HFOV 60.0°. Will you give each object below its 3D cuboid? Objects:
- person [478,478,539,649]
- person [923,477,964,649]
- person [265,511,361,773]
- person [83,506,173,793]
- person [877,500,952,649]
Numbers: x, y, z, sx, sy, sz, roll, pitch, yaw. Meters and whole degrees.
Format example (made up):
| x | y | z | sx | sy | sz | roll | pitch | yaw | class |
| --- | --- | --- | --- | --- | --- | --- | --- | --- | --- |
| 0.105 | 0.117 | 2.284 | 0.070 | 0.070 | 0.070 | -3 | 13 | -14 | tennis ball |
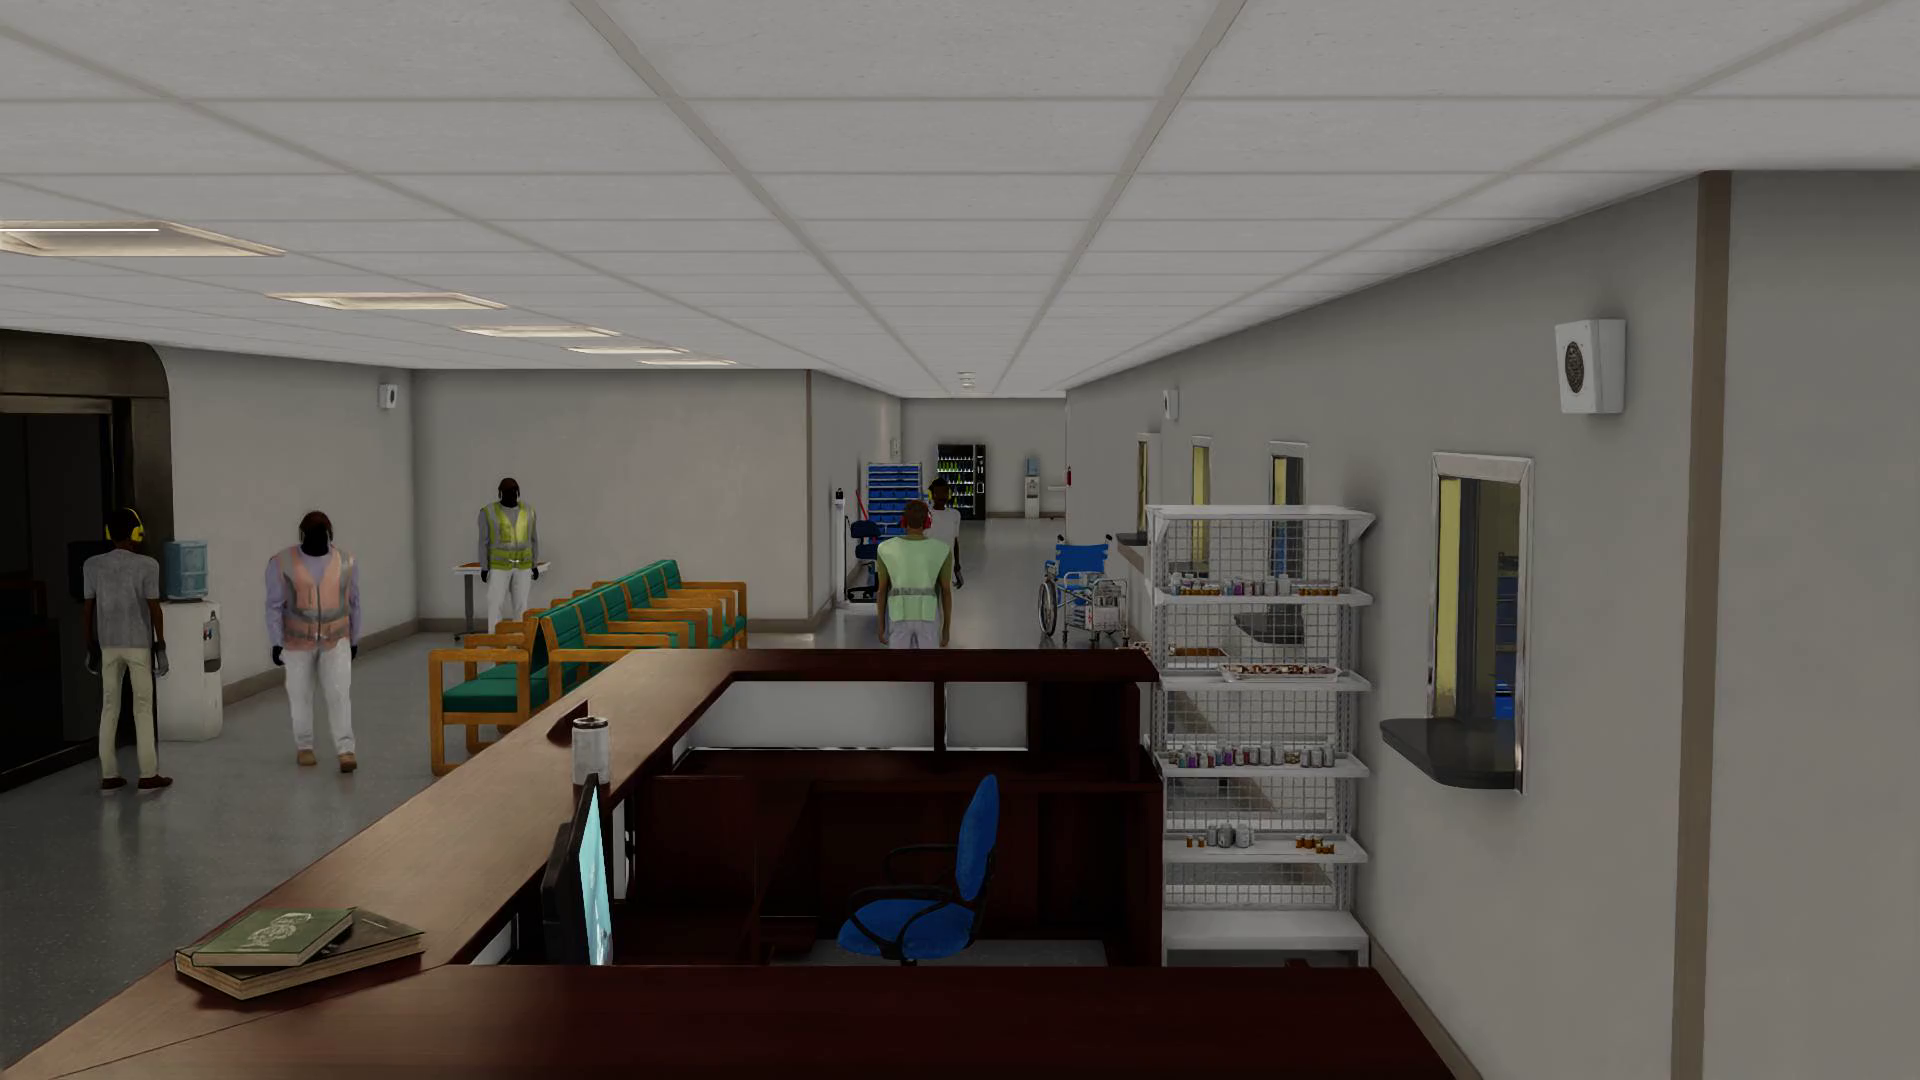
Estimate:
| x | y | z | sx | sy | sz | roll | pitch | yaw | class |
| --- | --- | --- | --- | --- | --- | --- | --- | --- | --- |
| -4.662 | 0.273 | 17.228 | 0.633 | 1.841 | 0.429 | -3 | 5 | -33 | person |
| -0.209 | 0.309 | 16.524 | 0.528 | 1.869 | 0.313 | -2 | 5 | -27 | person |
| -4.428 | 0.707 | 11.438 | 0.638 | 1.798 | 0.931 | -2 | 5 | -28 | person |
| -5.444 | 0.715 | 10.867 | 0.533 | 1.864 | 0.310 | 0 | 4 | -1 | person |
| -0.337 | 0.622 | 12.380 | 0.561 | 1.838 | 0.387 | 0 | 4 | -3 | person |
